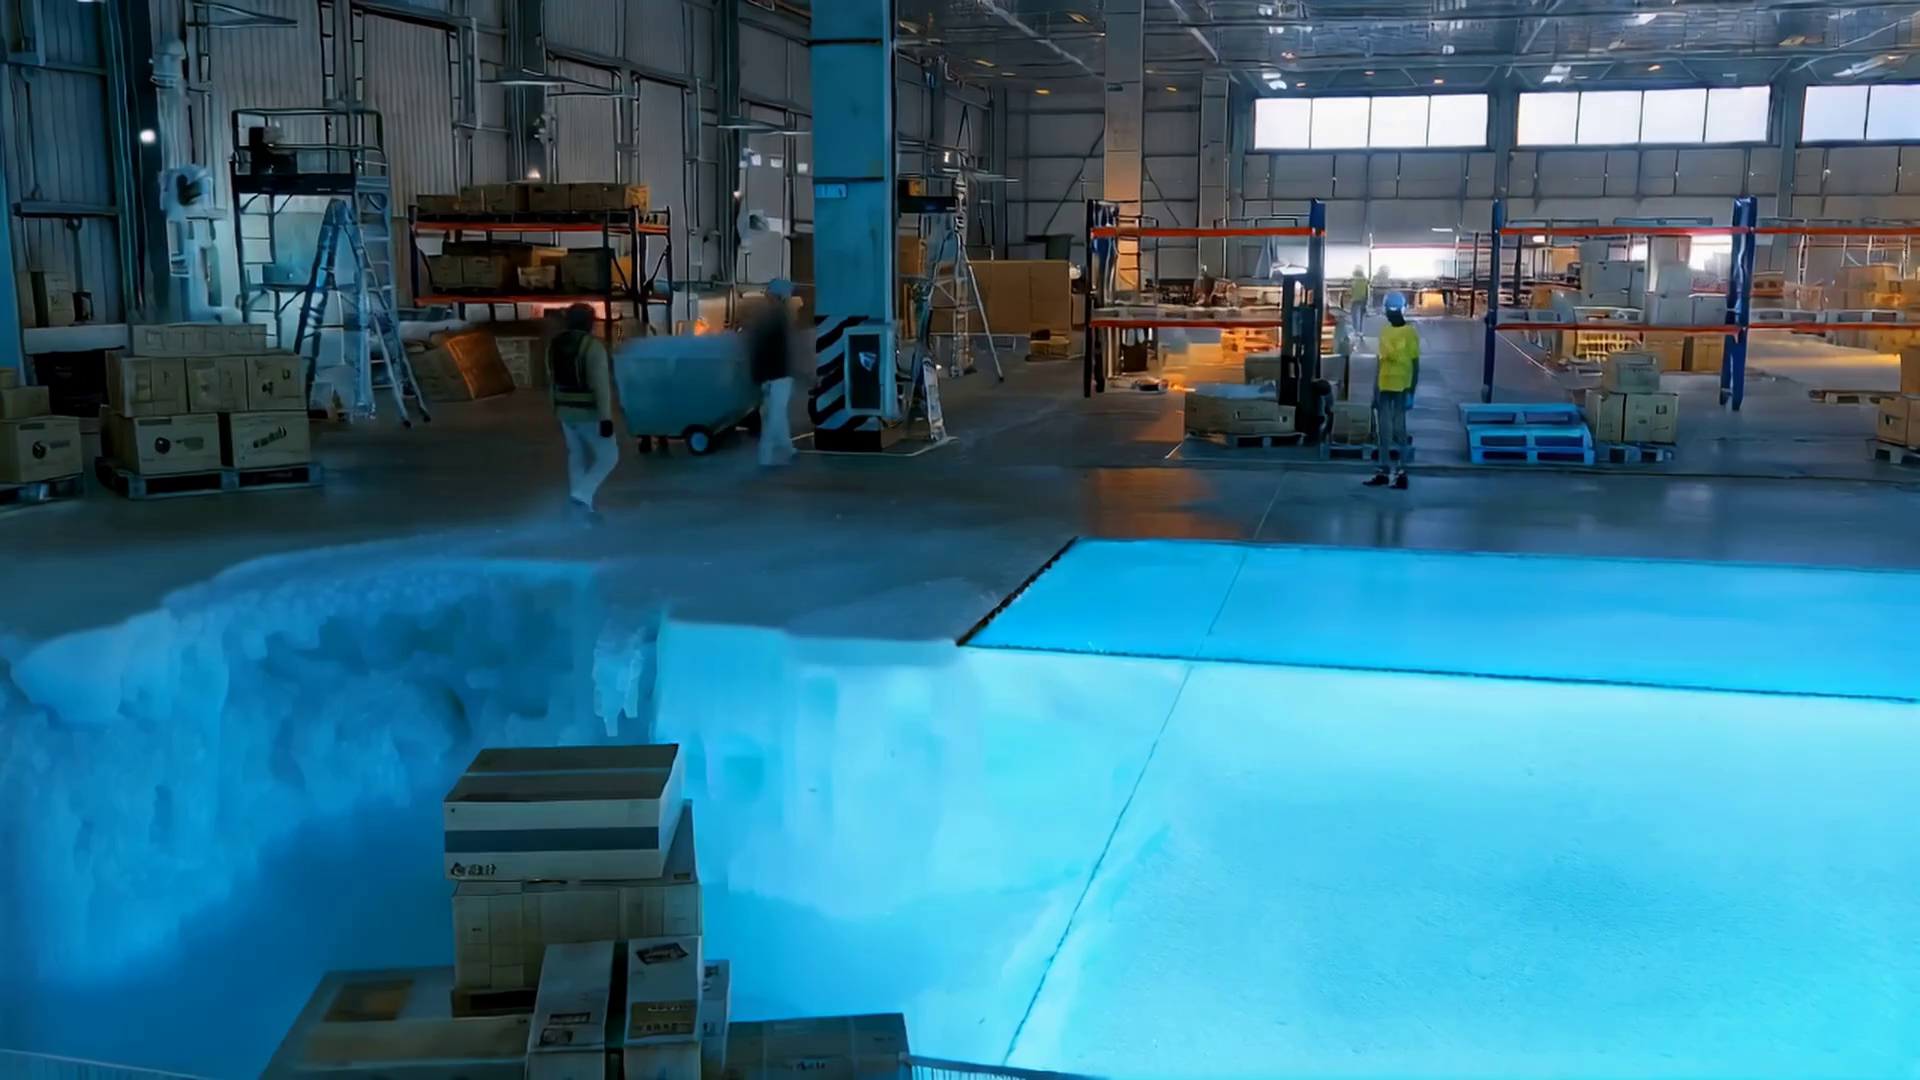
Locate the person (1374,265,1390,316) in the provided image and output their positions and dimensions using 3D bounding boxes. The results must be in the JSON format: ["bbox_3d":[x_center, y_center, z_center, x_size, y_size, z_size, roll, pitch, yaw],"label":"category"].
[{"bbox_3d":[15.740,-9.300,62.040,0.568,1.902,0.831,1,10,8],"label":"person"}]

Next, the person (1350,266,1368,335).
[{"bbox_3d":[11.139,-6.689,46.556,0.372,1.940,0.631,9,13,44],"label":"person"}]

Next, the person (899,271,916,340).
[{"bbox_3d":[-1.316,-5.274,38.484,0.631,1.847,0.721,0,10,0],"label":"person"}]

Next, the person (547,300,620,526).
[{"bbox_3d":[-3.029,-1.006,13.404,0.648,1.832,0.436,7,12,35],"label":"person"}]

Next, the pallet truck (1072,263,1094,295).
[{"bbox_3d":[4.325,-8.180,55.162,0.823,1.965,1.885,6,11,31],"label":"pallet truck"}]

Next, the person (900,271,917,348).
[{"bbox_3d":[-1.296,-5.562,40.194,0.516,1.843,0.325,0,10,-2],"label":"person"}]

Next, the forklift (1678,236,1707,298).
[{"bbox_3d":[21.538,-7.774,50.175,1.129,2.768,1.873,-3,10,-18],"label":"forklift"}]

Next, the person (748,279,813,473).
[{"bbox_3d":[-1.786,-1.682,17.017,0.611,1.947,0.978,8,12,38],"label":"person"}]

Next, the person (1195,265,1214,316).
[{"bbox_3d":[8.213,-8.213,55.595,0.627,1.912,0.691,-2,10,-13],"label":"person"}]

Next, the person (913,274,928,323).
[{"bbox_3d":[-1.326,-8.095,55.720,0.514,1.639,0.309,3,10,15],"label":"person"}]

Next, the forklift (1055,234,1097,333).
[{"bbox_3d":[2.951,-7.337,47.606,1.873,2.768,1.129,2,10,14],"label":"forklift"}]

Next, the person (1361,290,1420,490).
[{"bbox_3d":[4.072,-1.407,15.661,0.329,1.872,0.508,-7,12,-35],"label":"person"}]

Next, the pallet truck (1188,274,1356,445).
[{"bbox_3d":[3.653,-2.138,19.590,1.885,1.965,0.823,-4,10,-20],"label":"pallet truck"}]
